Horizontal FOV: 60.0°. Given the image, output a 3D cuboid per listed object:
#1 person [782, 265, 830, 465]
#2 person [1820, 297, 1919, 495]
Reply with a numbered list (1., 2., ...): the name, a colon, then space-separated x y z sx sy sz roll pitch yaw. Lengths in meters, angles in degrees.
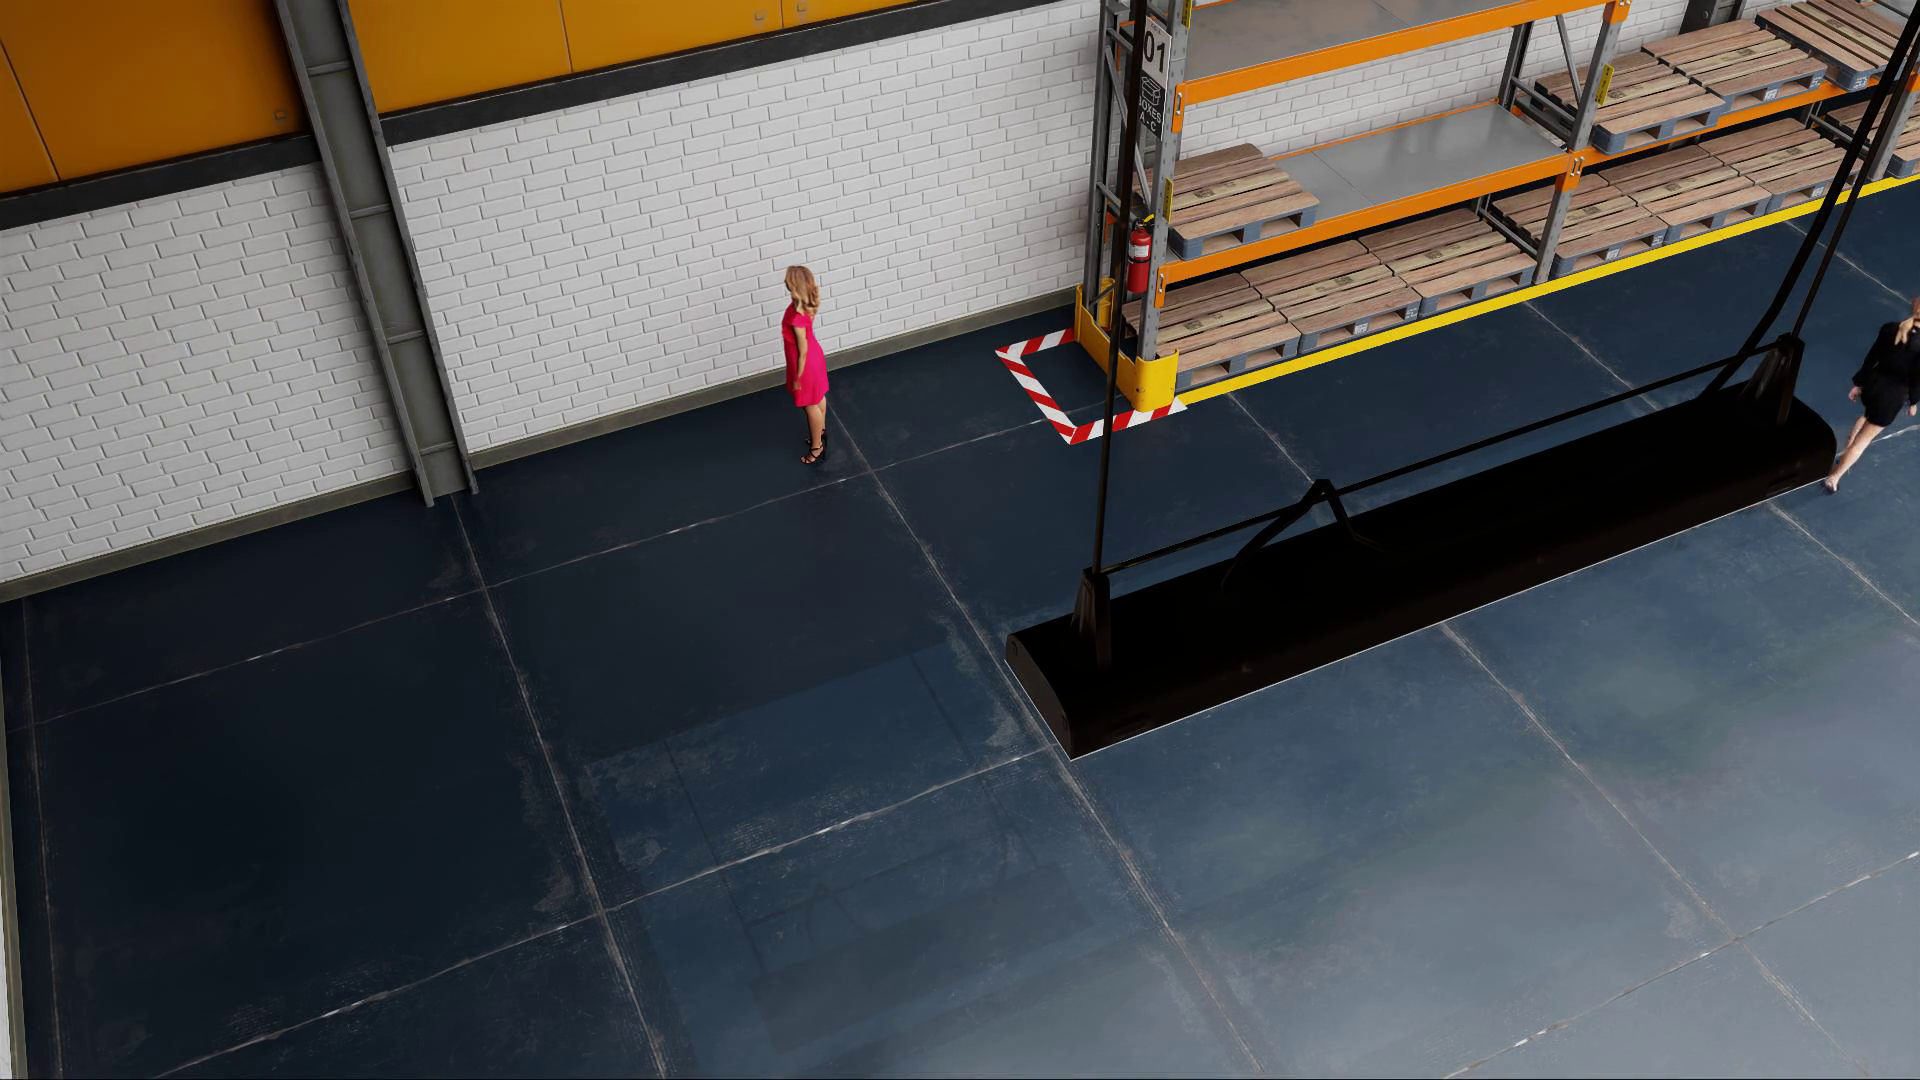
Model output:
1. person: -1.133 -1.315 12.368 0.690 1.729 0.660 5 44 5
2. person: 6.595 -0.996 12.018 0.648 1.749 0.568 -16 46 -17
